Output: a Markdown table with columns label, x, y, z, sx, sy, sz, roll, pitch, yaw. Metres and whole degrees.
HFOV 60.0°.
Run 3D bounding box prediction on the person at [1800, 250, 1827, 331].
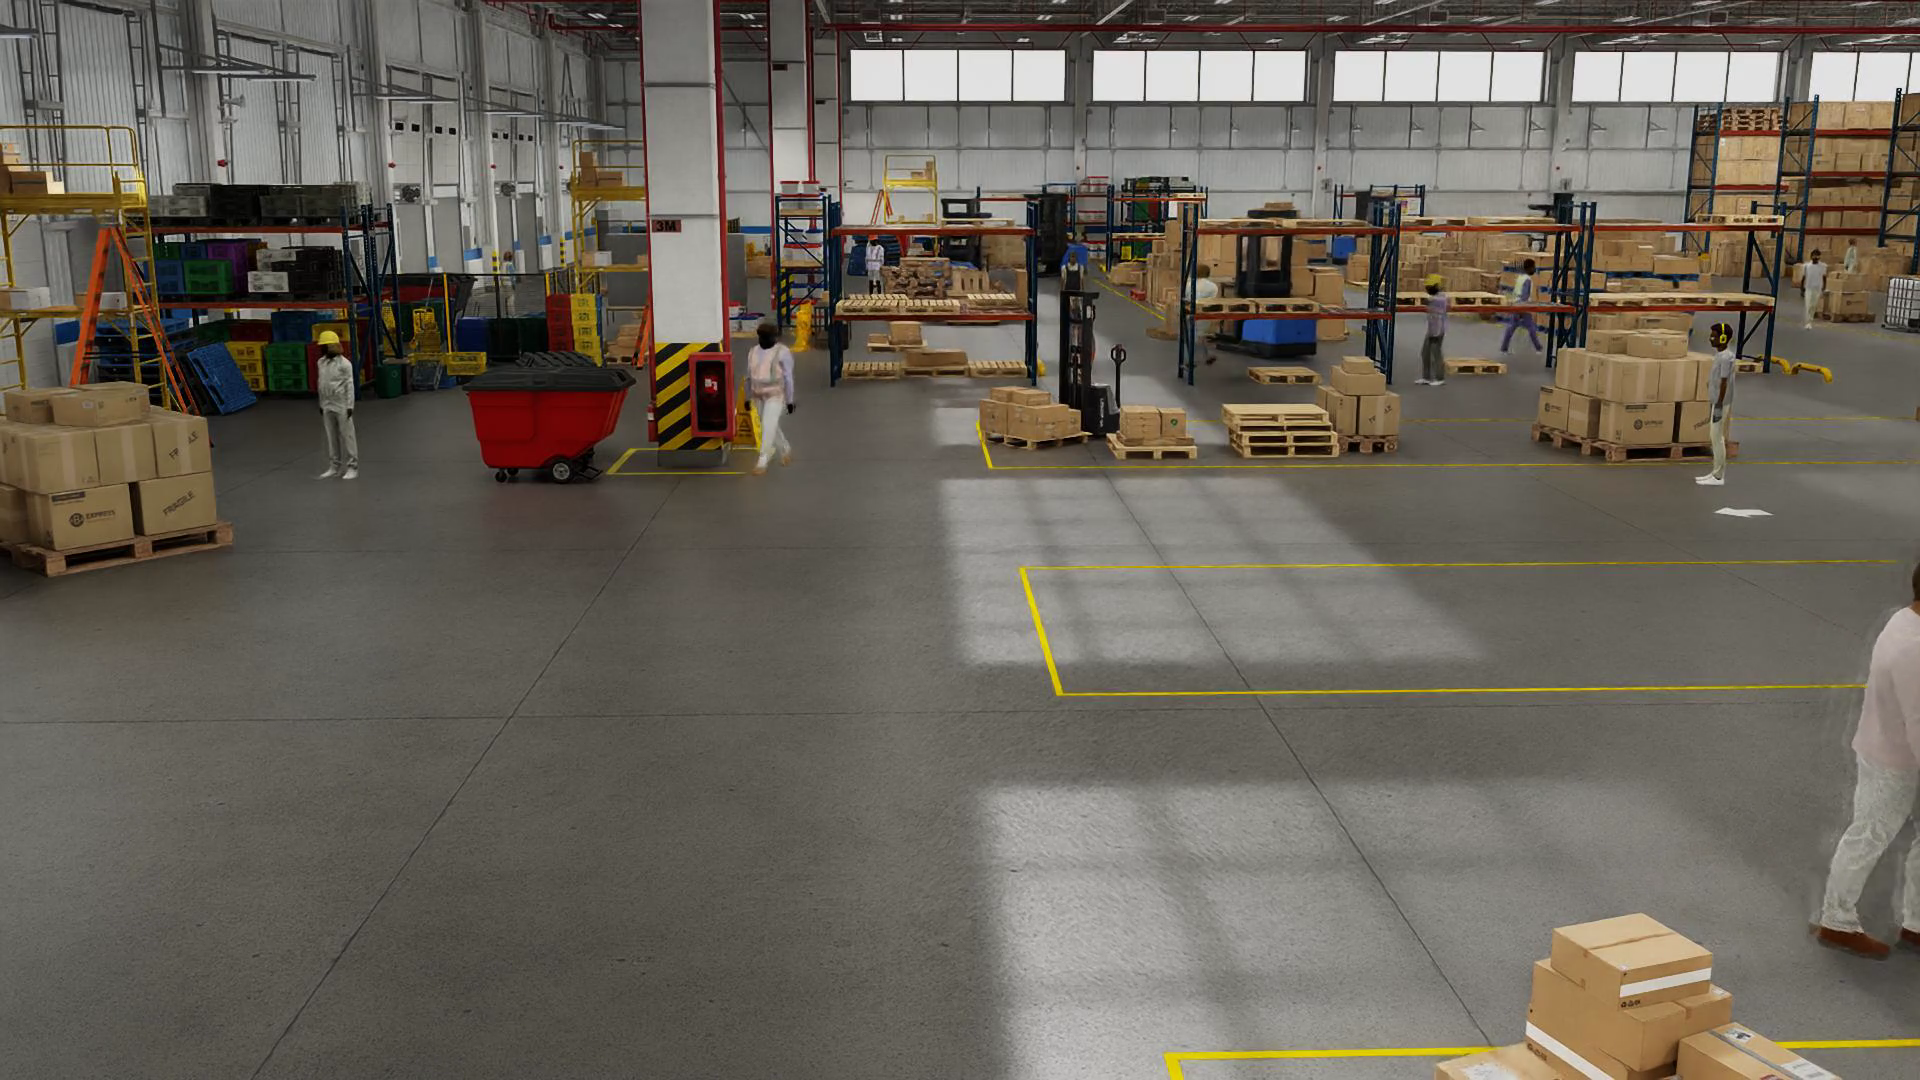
| label | x | y | z | sx | sy | sz | roll | pitch | yaw |
| --- | --- | --- | --- | --- | --- | --- | --- | --- | --- |
| person | 19.400 | -5.690 | 37.827 | 0.511 | 1.832 | 0.975 | 5 | 13 | 20 |

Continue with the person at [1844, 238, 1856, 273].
| label | x | y | z | sx | sy | sz | roll | pitch | yaw |
| --- | --- | --- | --- | --- | --- | --- | --- | --- | --- |
| person | 26.457 | -8.144 | 49.350 | 0.646 | 1.616 | 0.521 | 8 | 15 | 34 |

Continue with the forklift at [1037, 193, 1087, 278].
| label | x | y | z | sx | sy | sz | roll | pitch | yaw |
| --- | --- | --- | --- | --- | --- | --- | --- | --- | --- |
| forklift | 3.307 | -10.338 | 56.398 | 1.873 | 2.768 | 1.129 | -7 | 14 | -28 |

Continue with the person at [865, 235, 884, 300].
| label | x | y | z | sx | sy | sz | roll | pitch | yaw |
| --- | --- | --- | --- | --- | --- | --- | --- | --- | --- |
| person | -2.337 | -7.360 | 45.121 | 0.542 | 1.928 | 0.374 | 6 | 14 | 26 |

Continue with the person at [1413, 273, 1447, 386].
| label | x | y | z | sx | sy | sz | roll | pitch | yaw |
| --- | --- | --- | --- | --- | --- | --- | --- | --- | --- |
| person | 7.909 | -3.511 | 27.820 | 0.609 | 1.889 | 0.594 | -1 | 13 | -6 |

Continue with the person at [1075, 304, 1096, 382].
| label | x | y | z | sx | sy | sz | roll | pitch | yaw |
| --- | --- | --- | --- | --- | --- | --- | --- | --- | --- |
| person | 1.804 | -2.575 | 24.066 | 0.322 | 1.690 | 0.533 | 0 | 12 | -2 |

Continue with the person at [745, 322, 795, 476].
| label | x | y | z | sx | sy | sz | roll | pitch | yaw |
| --- | --- | --- | --- | --- | --- | --- | --- | --- | --- |
| person | -2.262 | -1.709 | 19.898 | 0.637 | 1.806 | 0.931 | 8 | 15 | 32 |

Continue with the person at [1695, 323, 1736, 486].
| label | x | y | z | sx | sy | sz | roll | pitch | yaw |
| --- | --- | --- | --- | --- | --- | --- | --- | --- | --- |
| person | 8.670 | -1.546 | 19.038 | 0.328 | 1.861 | 0.503 | 4 | 13 | 16 |

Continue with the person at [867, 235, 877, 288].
| label | x | y | z | sx | sy | sz | roll | pitch | yaw |
| --- | --- | --- | --- | --- | --- | --- | --- | --- | --- |
| person | -2.721 | -8.722 | 51.382 | 0.338 | 1.877 | 0.573 | -2 | 13 | -9 |

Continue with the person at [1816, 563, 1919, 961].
| label | x | y | z | sx | sy | sz | roll | pitch | yaw |
| --- | --- | --- | --- | --- | --- | --- | --- | --- | --- |
| person | 4.299 | 1.005 | 7.396 | 0.776 | 1.910 | 0.628 | 9 | 16 | 37 |

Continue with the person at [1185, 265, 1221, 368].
| label | x | y | z | sx | sy | sz | roll | pitch | yaw |
| --- | --- | --- | --- | --- | --- | --- | --- | --- | --- |
| person | 4.458 | -4.104 | 30.534 | 0.652 | 1.885 | 1.040 | 12 | 17 | 43 |

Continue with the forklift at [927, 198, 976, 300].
| label | x | y | z | sx | sy | sz | roll | pitch | yaw |
| --- | --- | --- | --- | --- | --- | --- | --- | --- | --- |
| forklift | -0.050 | -8.049 | 46.063 | 1.129 | 2.768 | 1.873 | 6 | 14 | 27 |

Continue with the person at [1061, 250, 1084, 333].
| label | x | y | z | sx | sy | sz | roll | pitch | yaw |
| --- | --- | --- | --- | --- | --- | --- | --- | --- | --- |
| person | 2.517 | -5.555 | 37.183 | 0.541 | 1.834 | 0.481 | -1 | 13 | -5 |

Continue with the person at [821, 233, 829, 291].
| label | x | y | z | sx | sy | sz | roll | pitch | yaw |
| --- | --- | --- | --- | --- | --- | --- | --- | --- | --- |
| person | -3.532 | -7.245 | 44.597 | 0.371 | 1.931 | 0.543 | -6 | 14 | -27 |

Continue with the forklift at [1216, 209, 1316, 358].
| label | x | y | z | sx | sy | sz | roll | pitch | yaw |
| --- | --- | --- | --- | --- | --- | --- | --- | --- | --- |
| forklift | 6.035 | -5.036 | 32.457 | 1.129 | 2.768 | 1.873 | -6 | 14 | -25 |

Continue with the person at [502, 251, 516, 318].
| label | x | y | z | sx | sy | sz | roll | pitch | yaw |
| --- | --- | --- | --- | --- | --- | --- | --- | --- | --- |
| person | -11.060 | -6.253 | 40.806 | 0.323 | 1.632 | 0.524 | -9 | 15 | -35 |

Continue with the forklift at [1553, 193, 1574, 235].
| label | x | y | z | sx | sy | sz | roll | pitch | yaw |
| --- | --- | --- | --- | --- | --- | --- | --- | --- | --- |
| forklift | 20.826 | -10.607 | 57.611 | 1.873 | 2.768 | 1.129 | 0 | 12 | -2 |

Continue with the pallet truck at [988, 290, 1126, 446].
| label | x | y | z | sx | sy | sz | roll | pitch | yaw |
| --- | --- | --- | --- | --- | --- | --- | --- | --- | --- |
| pallet truck | 1.257 | -2.299 | 22.111 | 1.885 | 1.965 | 0.823 | -9 | 15 | -35 |

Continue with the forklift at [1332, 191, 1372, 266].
| label | x | y | z | sx | sy | sz | roll | pitch | yaw |
| --- | --- | --- | --- | --- | --- | --- | --- | --- | --- |
| forklift | 15.210 | -11.805 | 63.019 | 1.873 | 2.768 | 1.129 | 8 | 15 | 32 |

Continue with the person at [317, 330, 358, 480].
| label | x | y | z | sx | sy | sz | roll | pitch | yaw |
| --- | --- | --- | --- | --- | --- | --- | --- | --- | --- |
| person | -7.287 | -1.573 | 19.410 | 0.487 | 1.744 | 0.312 | 5 | 13 | 22 |

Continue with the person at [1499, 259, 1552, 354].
| label | x | y | z | sx | sy | sz | roll | pitch | yaw |
| --- | --- | --- | --- | --- | --- | --- | --- | --- | --- |
| person | 11.137 | -4.572 | 32.682 | 1.015 | 1.863 | 0.589 | 0 | 12 | -1 |
